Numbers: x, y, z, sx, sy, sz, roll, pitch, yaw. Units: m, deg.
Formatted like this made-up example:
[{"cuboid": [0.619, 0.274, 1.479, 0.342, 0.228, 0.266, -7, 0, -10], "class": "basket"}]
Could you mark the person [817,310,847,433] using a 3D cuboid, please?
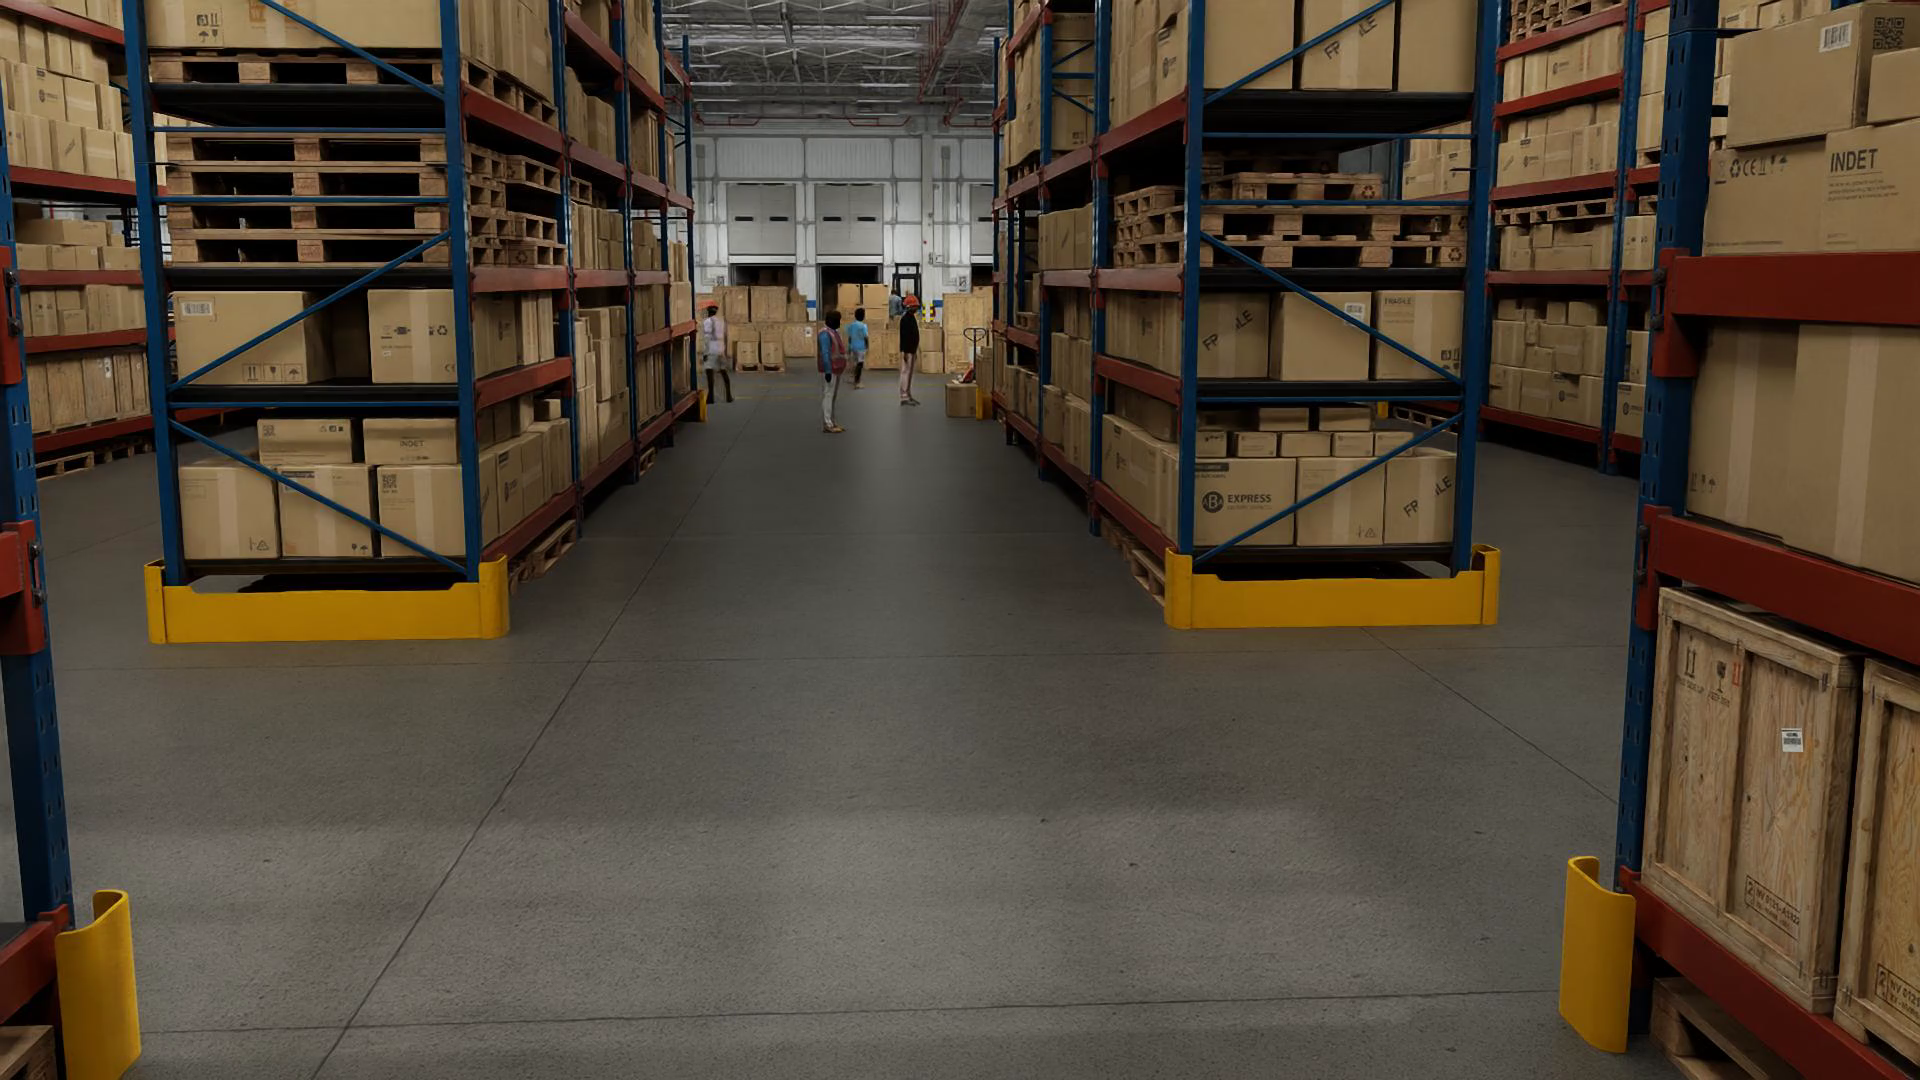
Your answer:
[{"cuboid": [-1.913, -2.522, 24.940, 0.429, 1.839, 0.621, 1, 9, 8], "class": "person"}]

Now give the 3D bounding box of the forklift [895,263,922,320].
[{"cuboid": [-1.980, -9.006, 62.380, 1.129, 2.768, 1.873, -1, 9, -4], "class": "forklift"}]

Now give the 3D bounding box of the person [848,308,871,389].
[{"cuboid": [-2.060, -3.967, 34.493, 0.520, 1.677, 0.564, -8, 12, -41], "class": "person"}]

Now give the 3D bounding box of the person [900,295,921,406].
[{"cuboid": [-0.899, -3.421, 30.081, 0.393, 1.995, 0.612, 2, 9, 15], "class": "person"}]

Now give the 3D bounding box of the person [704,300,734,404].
[{"cuboid": [-4.540, -3.459, 30.663, 0.416, 1.898, 0.786, 6, 11, 33], "class": "person"}]

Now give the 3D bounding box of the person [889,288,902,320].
[{"cuboid": [-2.306, -7.828, 57.982, 0.636, 1.929, 0.385, 3, 10, 20], "class": "person"}]

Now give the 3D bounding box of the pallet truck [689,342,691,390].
[{"cuboid": [-5.225, -3.008, 27.480, 1.885, 1.965, 0.823, 2, 9, 14], "class": "pallet truck"}]
